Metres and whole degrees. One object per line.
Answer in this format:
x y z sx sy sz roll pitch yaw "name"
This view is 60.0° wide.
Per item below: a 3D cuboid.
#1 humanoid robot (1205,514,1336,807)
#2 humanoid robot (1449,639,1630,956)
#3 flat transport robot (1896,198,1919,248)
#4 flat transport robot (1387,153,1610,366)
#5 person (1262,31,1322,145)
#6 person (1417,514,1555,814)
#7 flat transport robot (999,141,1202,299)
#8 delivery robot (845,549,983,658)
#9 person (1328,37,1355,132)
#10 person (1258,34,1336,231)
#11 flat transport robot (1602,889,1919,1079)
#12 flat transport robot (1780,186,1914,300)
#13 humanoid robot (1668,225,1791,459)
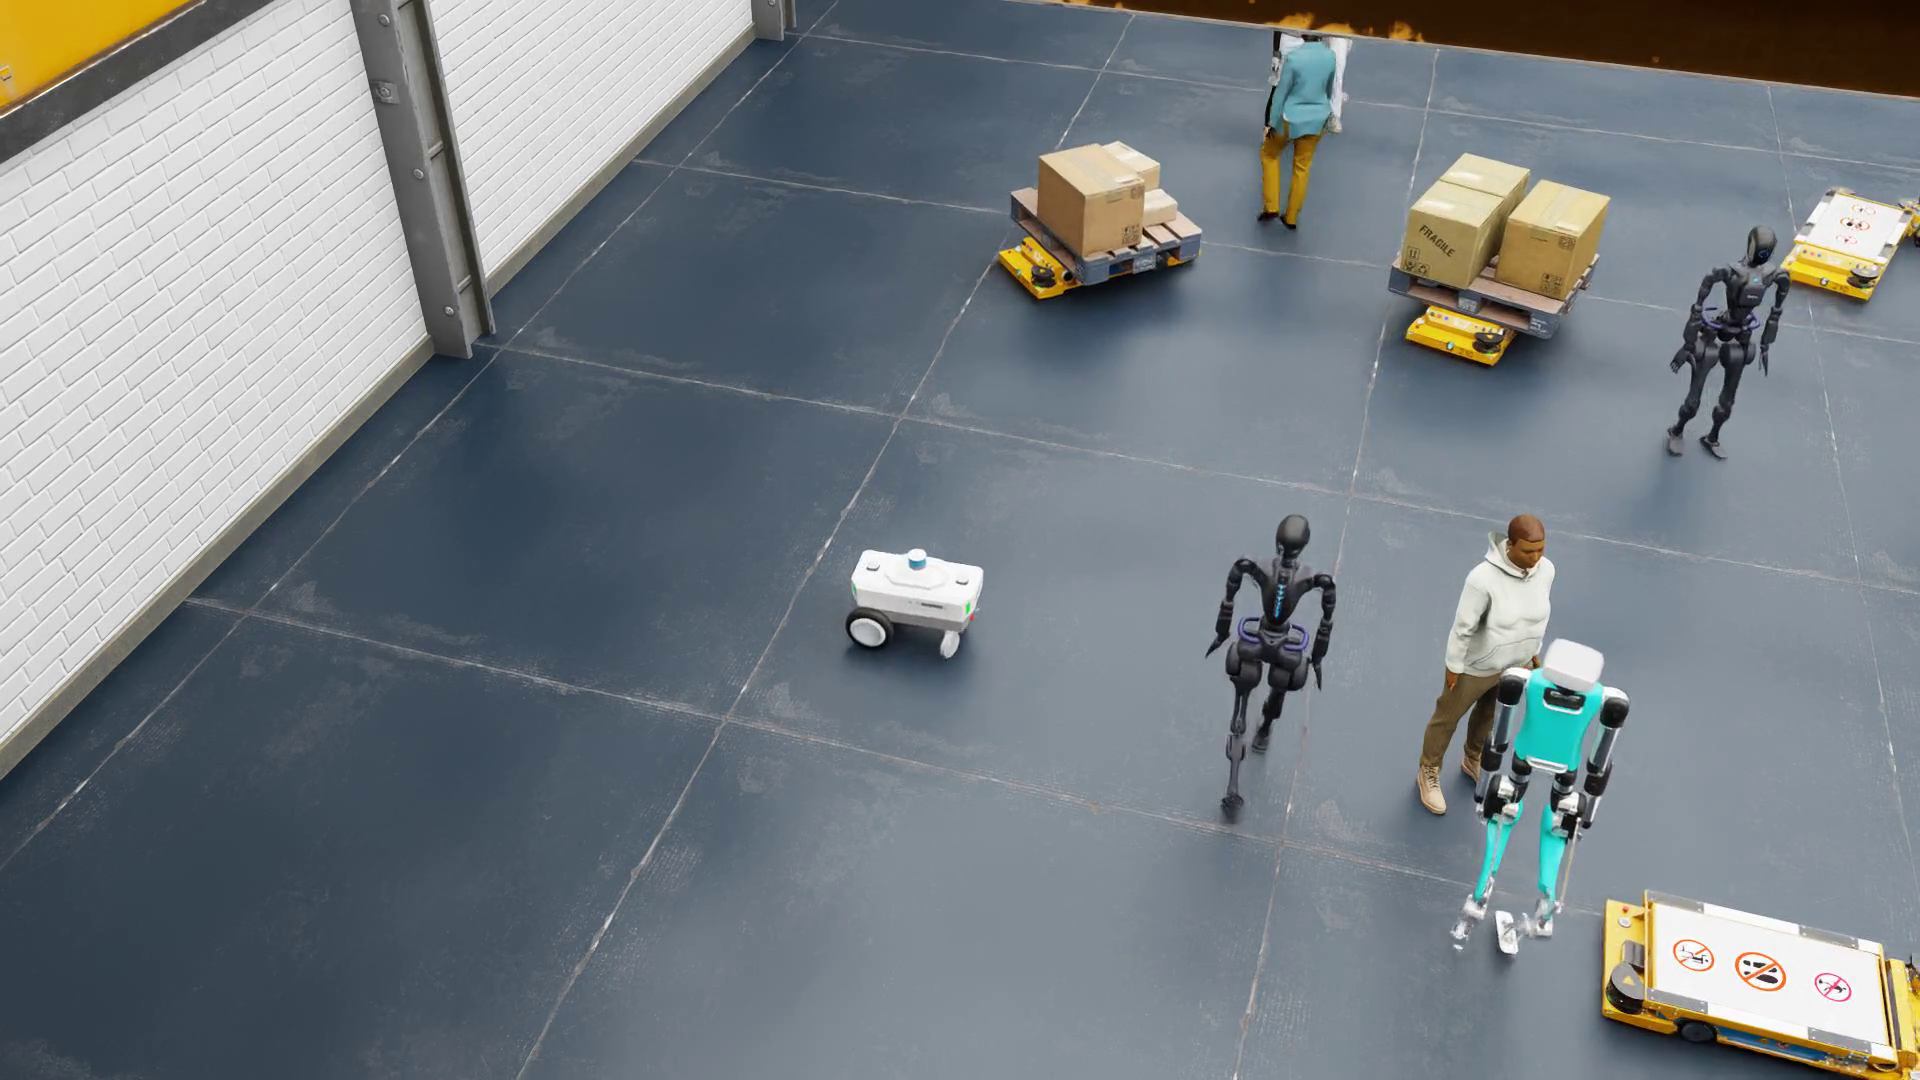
1.508 0.582 8.202 0.596 1.649 0.758 10 40 12 "humanoid robot"
2.473 1.274 7.235 0.541 1.782 0.662 13 41 16 "humanoid robot"
7.894 -2.240 12.791 0.659 0.231 1.431 -9 40 -11 "flat transport robot"
3.857 -1.759 12.193 0.659 0.231 1.431 23 44 26 "flat transport robot"
2.828 -4.094 13.956 0.539 1.695 0.317 -17 42 -20 "person"
2.566 0.578 8.090 0.519 1.767 0.374 -11 40 -14 "person"
1.078 -2.228 12.775 1.431 0.231 0.659 -17 42 -20 "flat transport robot"
-0.265 0.312 9.388 0.765 0.594 0.513 8 40 10 "delivery robot"
3.358 -4.533 14.388 0.630 1.847 0.689 -18 42 -22 "person"
2.608 -3.233 12.854 0.534 1.740 0.429 -8 40 -10 "person"
3.659 2.024 7.486 1.431 0.231 0.659 11 40 14 "flat transport robot"
6.887 -2.316 12.885 0.659 0.231 1.431 24 45 27 "flat transport robot"
4.801 -1.242 10.422 0.588 1.643 0.346 2 39 2 "humanoid robot"
